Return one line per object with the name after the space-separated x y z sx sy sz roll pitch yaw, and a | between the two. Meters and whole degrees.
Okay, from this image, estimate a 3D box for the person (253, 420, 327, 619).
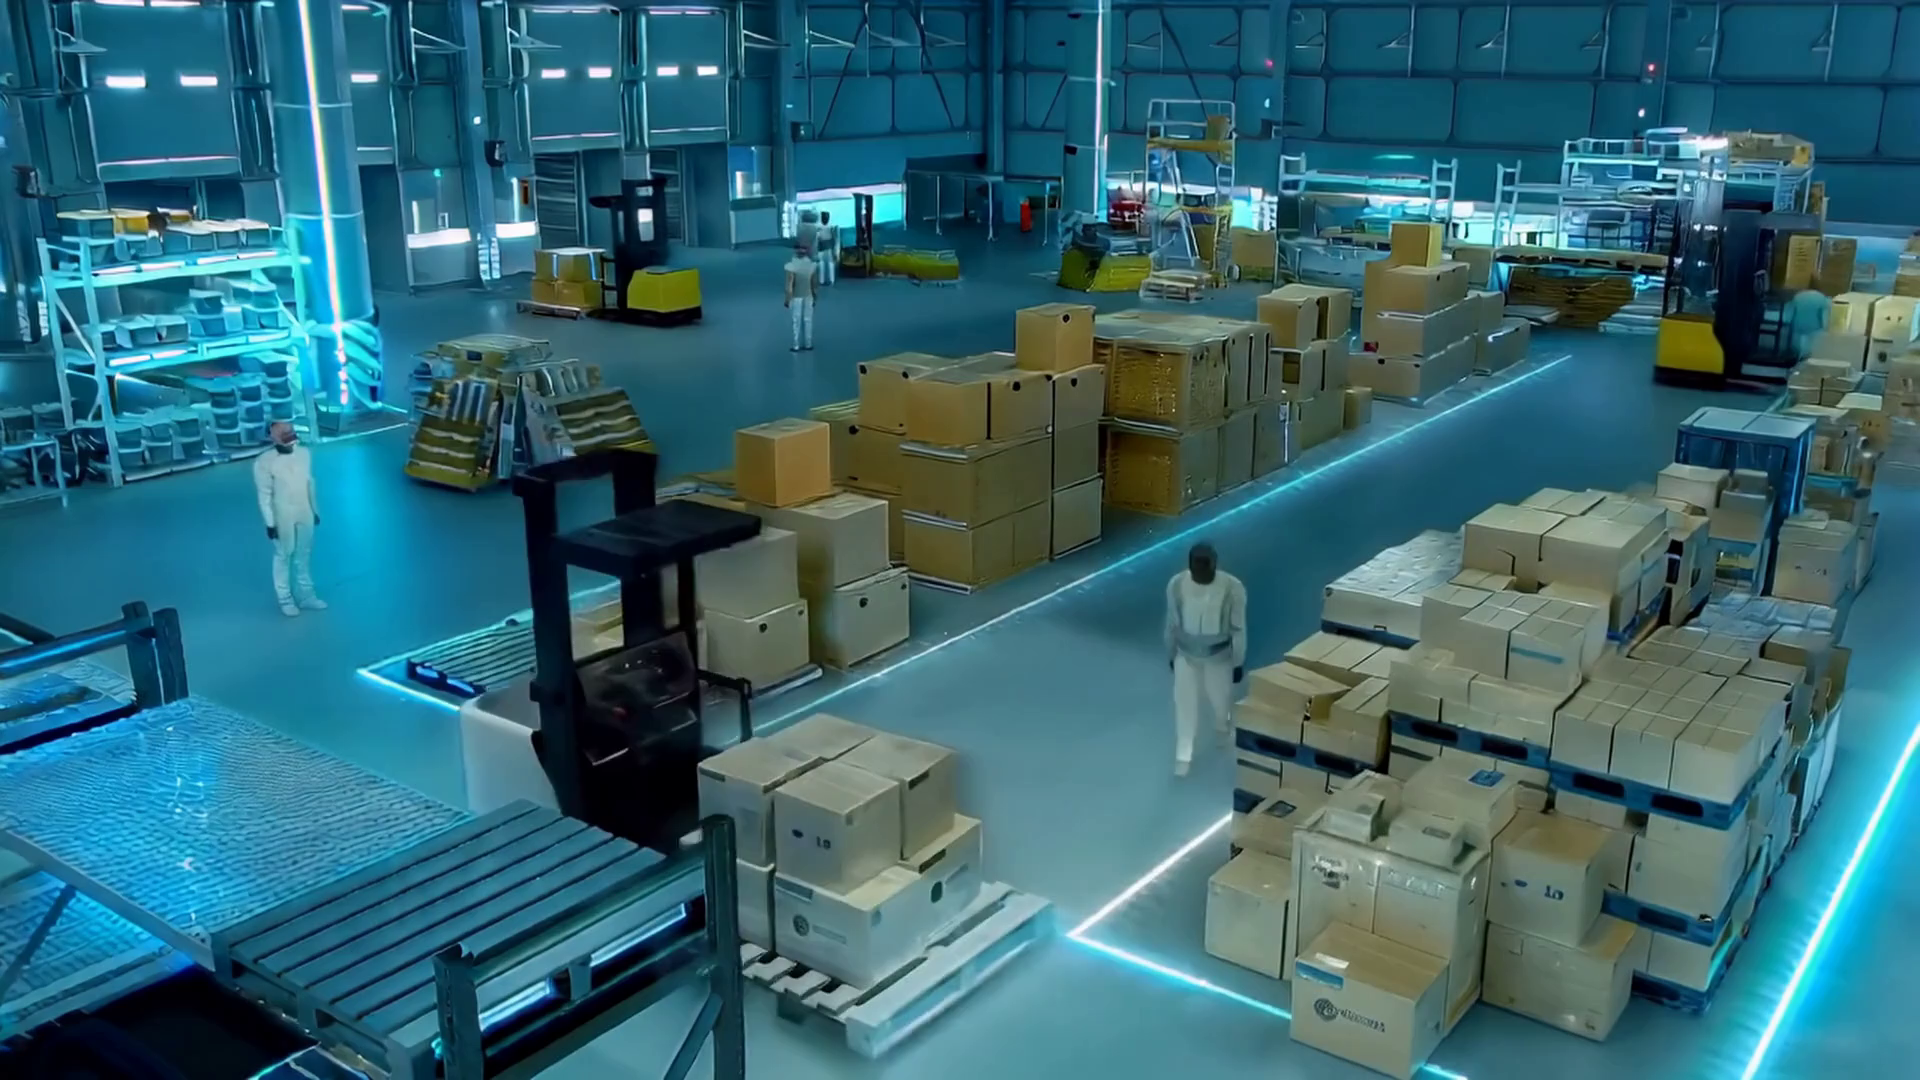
-6.477 -0.220 16.117 0.372 1.934 0.627 9 19 27 | person

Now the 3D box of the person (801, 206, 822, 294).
-3.255 -6.364 36.529 0.565 1.891 0.587 1 17 4 | person

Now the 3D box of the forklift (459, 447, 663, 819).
-2.394 0.831 11.024 1.873 2.768 1.129 12 21 35 | forklift

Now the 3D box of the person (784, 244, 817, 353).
-2.845 -4.308 29.666 0.636 1.931 0.377 -9 19 -28 | person

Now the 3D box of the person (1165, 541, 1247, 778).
1.887 0.855 12.775 0.628 1.812 0.863 5 17 16 | person

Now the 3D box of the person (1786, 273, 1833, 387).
13.325 -3.233 26.148 0.938 1.908 0.642 -13 21 -37 | person

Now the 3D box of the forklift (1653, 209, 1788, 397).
12.271 -3.827 26.446 1.873 2.768 1.129 12 21 35 | forklift

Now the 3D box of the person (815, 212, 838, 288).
-3.001 -6.495 37.290 0.539 1.698 0.318 0 17 0 | person

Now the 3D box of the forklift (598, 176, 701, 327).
-6.138 -5.705 32.666 1.873 2.768 1.129 12 21 35 | forklift

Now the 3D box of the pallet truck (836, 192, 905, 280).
-1.936 -7.159 38.982 1.885 1.965 0.823 -12 21 -34 | pallet truck
